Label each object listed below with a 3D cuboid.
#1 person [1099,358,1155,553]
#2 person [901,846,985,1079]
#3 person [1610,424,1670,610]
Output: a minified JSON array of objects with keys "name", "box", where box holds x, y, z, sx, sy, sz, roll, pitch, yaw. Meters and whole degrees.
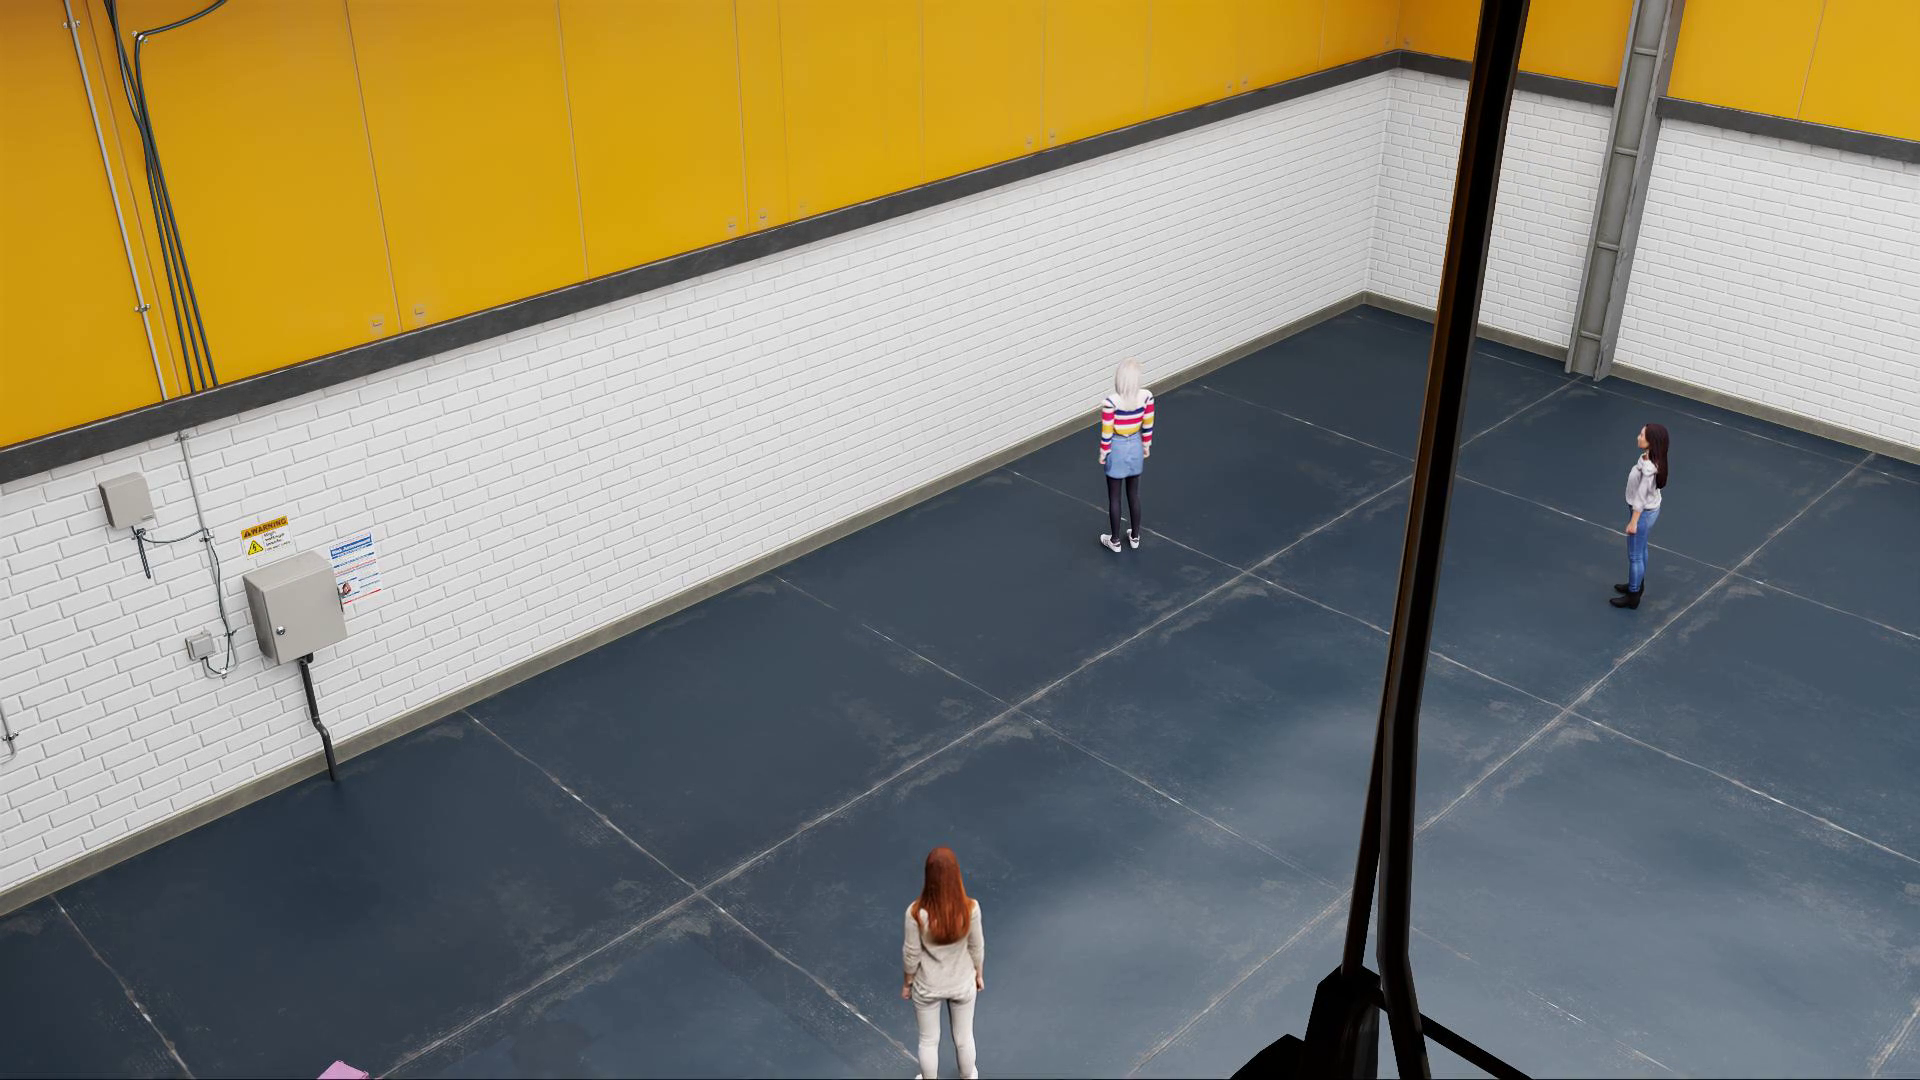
[{"name":"person","box":[1.440,-0.754,14.545,0.718,1.808,0.667,-10,30,-18]},{"name":"person","box":[-0.089,2.370,8.921,0.694,1.710,0.722,-4,29,-8]},{"name":"person","box":[5.651,-0.211,13.737,0.619,1.629,0.655,14,32,24]}]
